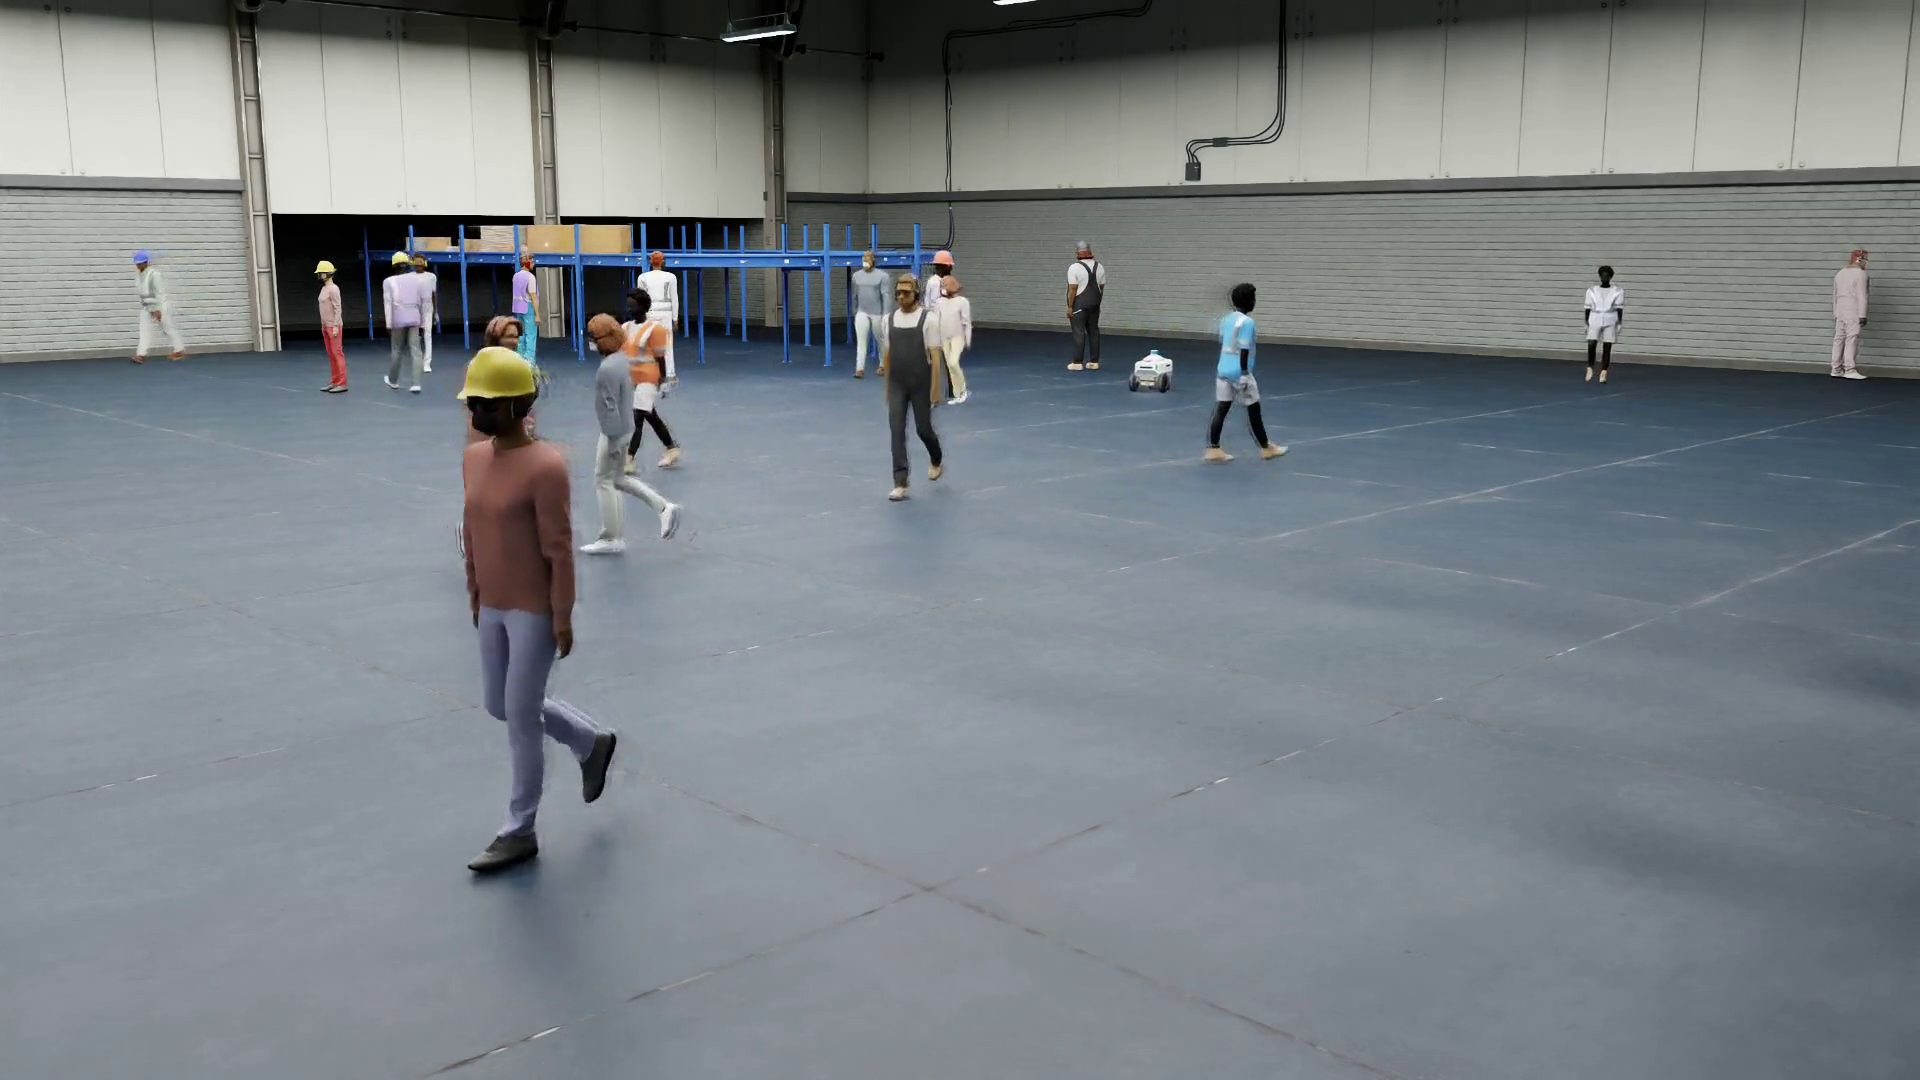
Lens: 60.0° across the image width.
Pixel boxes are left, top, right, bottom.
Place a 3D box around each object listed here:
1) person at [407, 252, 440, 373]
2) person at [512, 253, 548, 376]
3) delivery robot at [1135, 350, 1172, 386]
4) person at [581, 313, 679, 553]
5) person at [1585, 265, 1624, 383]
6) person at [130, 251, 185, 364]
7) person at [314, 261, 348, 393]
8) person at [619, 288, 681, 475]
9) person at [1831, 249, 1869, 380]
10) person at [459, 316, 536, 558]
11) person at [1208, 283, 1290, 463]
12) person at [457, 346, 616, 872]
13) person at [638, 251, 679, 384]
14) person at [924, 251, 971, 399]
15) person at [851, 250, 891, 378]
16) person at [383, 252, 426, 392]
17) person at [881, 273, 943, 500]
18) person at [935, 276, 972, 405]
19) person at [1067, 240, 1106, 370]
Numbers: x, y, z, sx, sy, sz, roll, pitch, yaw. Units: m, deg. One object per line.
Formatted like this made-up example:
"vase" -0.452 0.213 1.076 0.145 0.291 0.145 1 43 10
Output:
"person" -8.407 -3.569 25.990 0.505 1.861 0.618 -4 11 -21
"person" -6.534 -3.399 25.091 0.565 1.846 0.390 10 14 44
"delivery robot" 2.658 -2.360 22.810 0.477 0.478 0.707 5 11 24
"person" -2.232 -0.709 11.059 0.588 1.607 0.508 0 10 1
"person" 9.221 -3.084 23.846 0.538 1.679 0.566 4 11 22
"person" -13.435 -3.891 27.769 0.614 1.864 1.077 4 11 21
"person" -8.527 -2.884 22.504 0.310 1.768 0.533 -8 13 -38
"person" -2.835 -1.435 14.916 0.542 1.651 0.881 9 14 40
"person" 13.193 -3.337 24.586 0.401 1.910 0.640 -1 10 -7
"person" -2.884 -0.591 10.385 0.516 1.620 0.524 8 13 36
"person" 2.688 -1.545 15.458 0.820 1.656 0.557 -3 11 -15
"person" -1.445 0.205 5.700 0.533 1.752 0.651 8 13 38
"person" -4.305 -3.176 23.777 0.575 1.882 0.361 1 10 3
"person" -0.203 -2.783 21.586 0.845 1.902 0.549 -2 11 -11
"person" -1.323 -3.403 25.004 0.645 1.896 1.004 3 11 18
"person" -7.556 -2.956 22.584 0.613 1.870 0.972 -8 13 -39
"person" -0.376 -1.271 13.599 0.511 1.823 0.765 3 11 17
"person" -0.093 -2.490 20.796 0.512 1.609 0.436 7 13 34
"person" 1.934 -3.700 26.320 0.684 2.000 0.535 -7 12 -33
